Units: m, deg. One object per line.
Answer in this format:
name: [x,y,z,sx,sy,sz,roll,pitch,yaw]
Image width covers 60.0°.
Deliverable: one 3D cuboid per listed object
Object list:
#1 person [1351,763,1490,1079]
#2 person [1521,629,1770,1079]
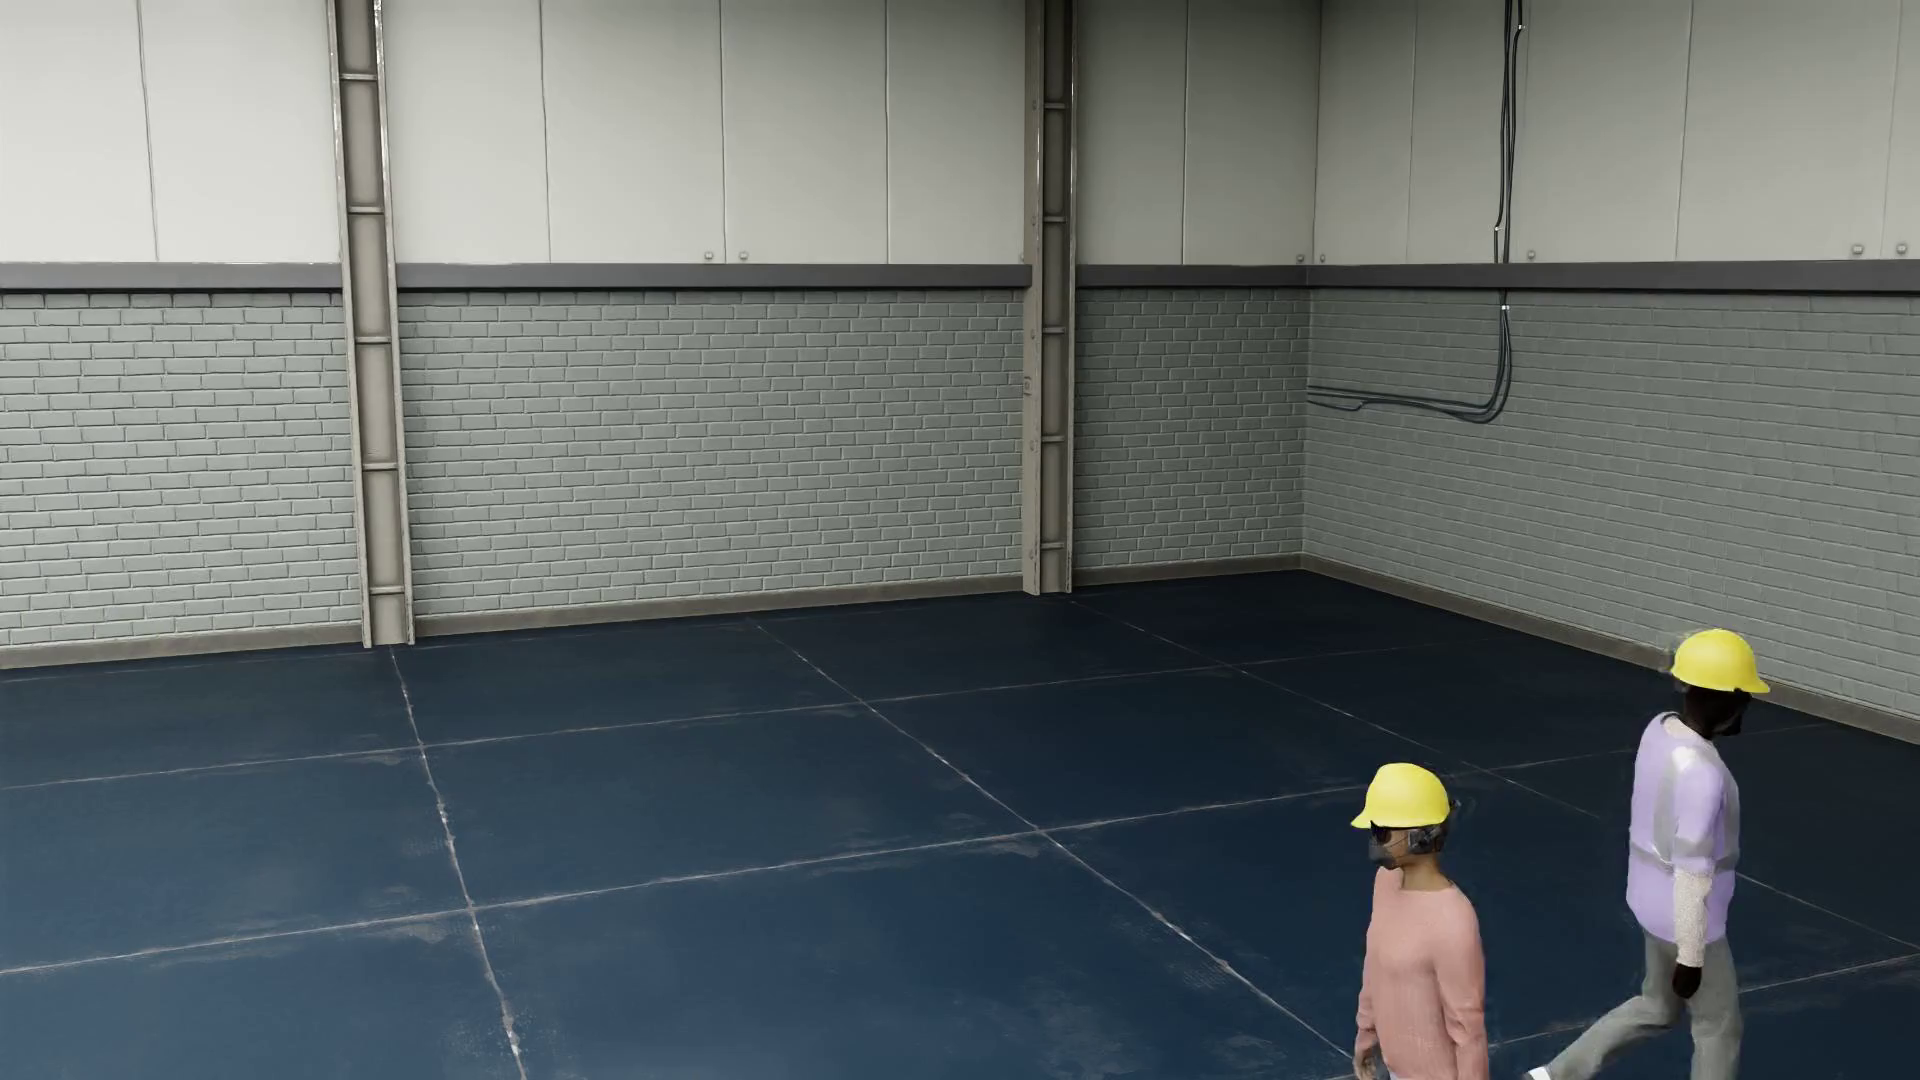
person: [1.323,1.449,4.608,0.898,1.727,0.538,-1,9,-6]
person: [2.350,1.216,5.534,0.766,1.901,0.592,1,9,6]
